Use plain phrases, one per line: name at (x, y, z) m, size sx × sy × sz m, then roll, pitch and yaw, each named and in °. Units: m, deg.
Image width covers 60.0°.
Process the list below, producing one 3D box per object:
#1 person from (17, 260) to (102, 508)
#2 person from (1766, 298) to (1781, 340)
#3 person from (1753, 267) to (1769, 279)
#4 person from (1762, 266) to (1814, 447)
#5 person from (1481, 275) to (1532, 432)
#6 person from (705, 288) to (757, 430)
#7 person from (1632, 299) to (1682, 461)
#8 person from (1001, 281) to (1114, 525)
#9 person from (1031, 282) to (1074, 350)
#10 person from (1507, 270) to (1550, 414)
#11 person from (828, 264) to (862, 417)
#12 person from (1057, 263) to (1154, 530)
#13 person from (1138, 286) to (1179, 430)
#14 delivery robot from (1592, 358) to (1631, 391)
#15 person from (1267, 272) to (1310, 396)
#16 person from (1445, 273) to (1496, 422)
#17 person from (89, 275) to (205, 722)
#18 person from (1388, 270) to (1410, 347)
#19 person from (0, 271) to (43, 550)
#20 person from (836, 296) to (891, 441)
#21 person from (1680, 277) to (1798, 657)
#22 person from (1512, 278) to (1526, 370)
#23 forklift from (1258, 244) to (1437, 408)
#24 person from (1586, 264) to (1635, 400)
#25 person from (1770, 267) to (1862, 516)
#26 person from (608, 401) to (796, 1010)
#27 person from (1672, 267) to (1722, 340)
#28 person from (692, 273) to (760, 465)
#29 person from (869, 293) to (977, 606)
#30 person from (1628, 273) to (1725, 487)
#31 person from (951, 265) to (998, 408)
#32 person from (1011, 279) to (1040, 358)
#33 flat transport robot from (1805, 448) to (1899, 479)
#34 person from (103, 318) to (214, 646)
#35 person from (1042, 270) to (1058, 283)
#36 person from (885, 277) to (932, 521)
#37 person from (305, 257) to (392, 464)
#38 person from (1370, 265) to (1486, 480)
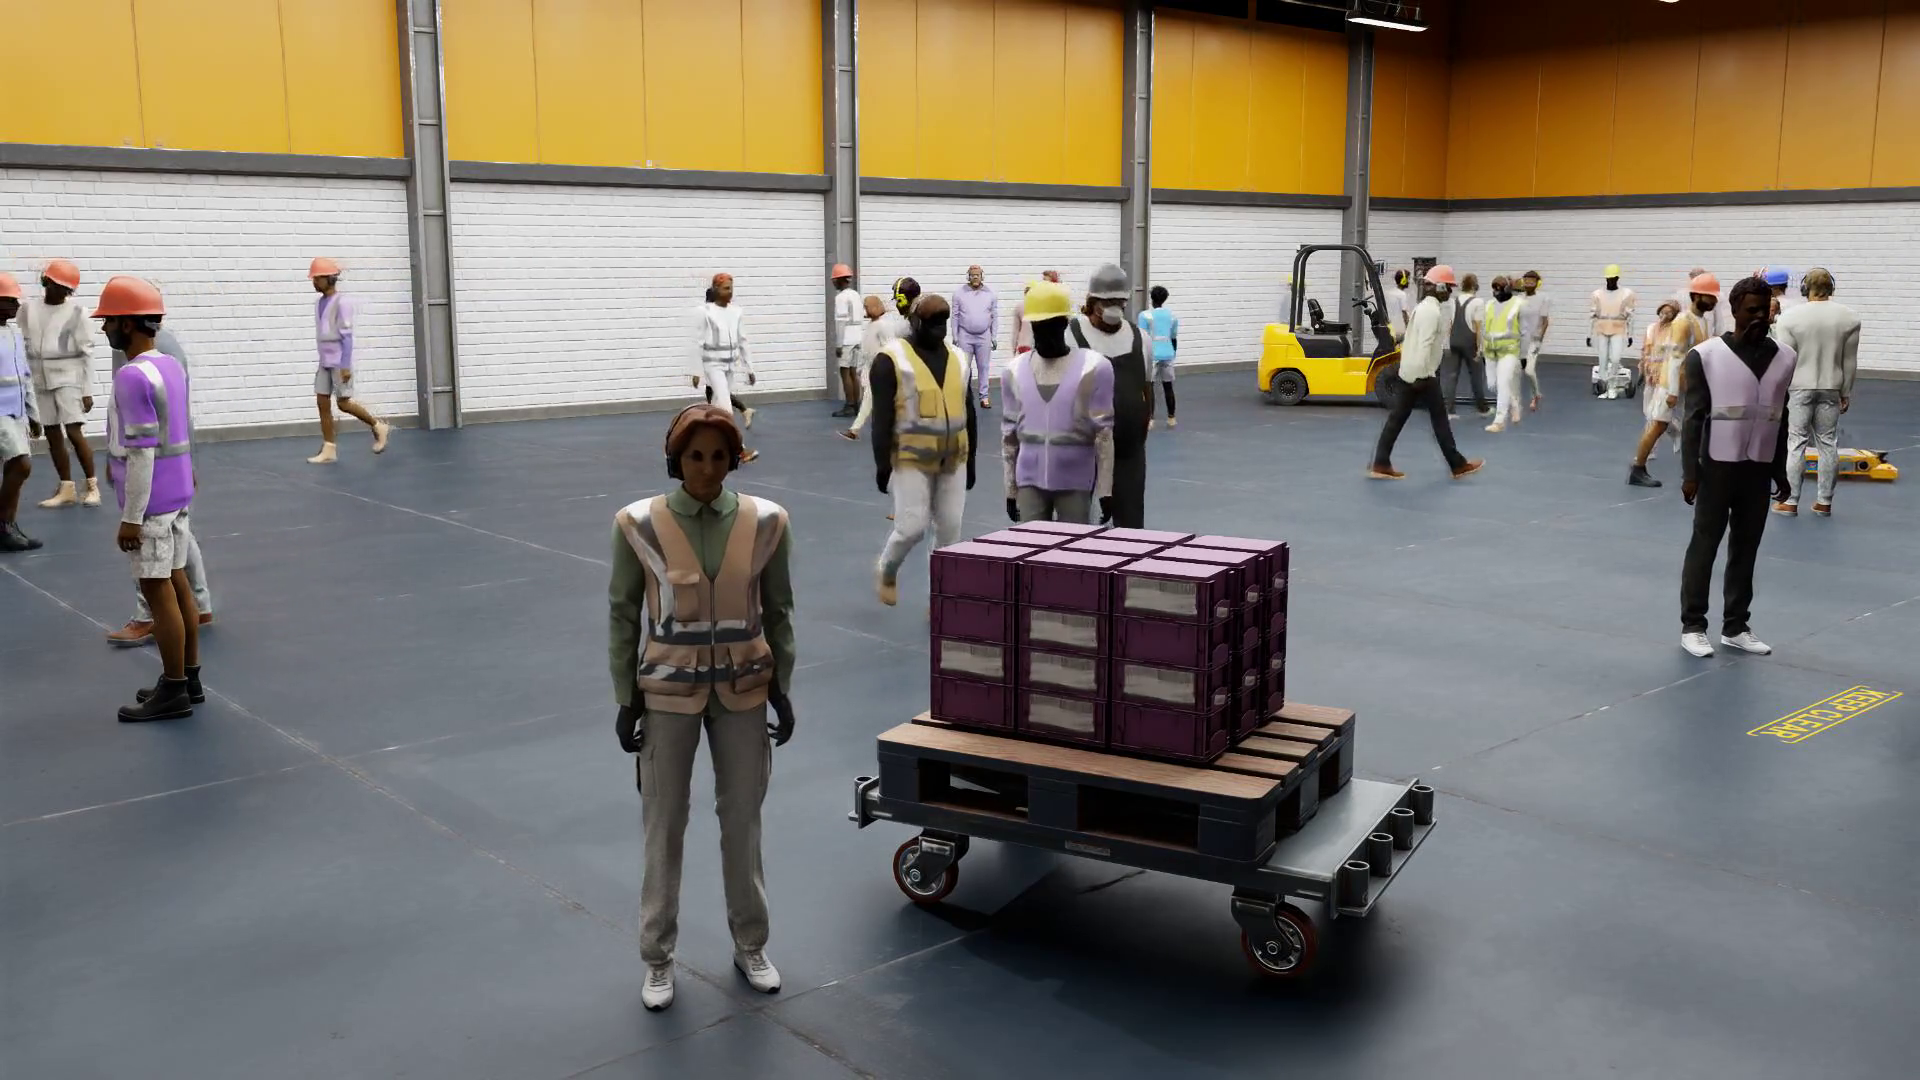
person at (-7.241, -1.240, 13.387) m, size 0.657 × 1.994 × 0.399 m, roll 1°, pitch 10°, yaw 7°
person at (7.557, -1.463, 15.689) m, size 0.500 × 1.636 × 0.286 m, roll -8°, pitch 13°, yaw -41°
person at (8.440, -1.919, 17.568) m, size 0.408 × 1.906 × 0.653 m, roll 8°, pitch 13°, yaw 39°
person at (8.260, -1.780, 16.696) m, size 0.633 × 1.926 × 0.608 m, roll 7°, pitch 12°, yaw 34°
person at (6.378, -2.183, 19.391) m, size 0.782 × 1.814 × 0.641 m, roll -7°, pitch 12°, yaw -35°
person at (-2.649, -1.988, 18.634) m, size 0.664 × 1.674 × 0.539 m, roll -2°, pitch 10°, yaw -11°
person at (7.000, -1.583, 16.465) m, size 0.645 × 1.605 × 0.533 m, roll -3°, pitch 10°, yaw -16°
person at (0.484, -0.305, 8.120) m, size 0.598 × 1.903 × 0.587 m, roll 4°, pitch 10°, yaw 21°
person at (1.094, -2.180, 19.658) m, size 0.506 × 1.705 × 0.742 m, roll 1°, pitch 10°, yaw 3°
person at (7.244, -2.521, 21.266) m, size 0.535 × 1.845 × 0.436 m, roll 9°, pitch 13°, yaw 41°
person at (-1.458, -2.502, 20.952) m, size 0.430 × 1.919 × 0.553 m, roll 3°, pitch 10°, yaw 19°
person at (0.823, -0.618, 9.557) m, size 0.691 × 2.000 × 1.011 m, roll -2°, pitch 10°, yaw -14°
person at (2.329, -2.122, 19.455) m, size 0.626 × 1.667 × 0.375 m, roll -4°, pitch 11°, yaw -25°
delivery robot at (9.377, -2.381, 23.947) m, size 0.477 × 0.478 × 0.707 m, roll 0°, pitch 10°, yaw 2°
person at (4.744, -2.949, 23.934) m, size 0.846 × 1.796 × 0.577 m, roll -2°, pitch 10°, yaw -11°
person at (6.273, -2.358, 20.458) m, size 0.899 × 1.805 × 0.534 m, roll -8°, pitch 12°, yaw -38°
person at (-3.550, -0.176, 7.271) m, size 0.354 × 1.939 × 0.545 m, roll -2°, pitch 10°, yaw -9°
person at (6.636, -3.181, 25.232) m, size 0.988 × 1.825 × 0.541 m, roll -1°, pitch 10°, yaw -5°
person at (-6.482, -0.863, 11.342) m, size 0.436 × 1.917 × 0.566 m, roll 0°, pitch 10°, yaw 1°
person at (-0.981, -1.865, 18.162) m, size 0.859 × 1.582 × 0.527 m, roll -4°, pitch 11°, yaw -23°
person at (3.935, -0.369, 8.455) m, size 0.597 × 1.918 × 0.379 m, roll -2°, pitch 10°, yaw -11°
person at (9.946, -3.843, 29.628) m, size 0.285 × 1.633 × 0.499 m, roll -7°, pitch 12°, yaw -35°
forklift at (5.256, -2.933, 22.661) m, size 2.313 × 2.155 × 1.214 m, roll 3°, pitch 10°, yaw 16°
person at (9.120, -2.913, 23.387) m, size 0.608 × 1.902 × 0.661 m, roll 6°, pitch 11°, yaw 30°
person at (6.620, -1.141, 12.936) m, size 0.627 × 1.934 × 0.371 m, roll 1°, pitch 10°, yaw 4°
person at (-0.695, 0.443, 4.527) m, size 0.511 × 1.638 × 0.307 m, roll -3°, pitch 10°, yaw -19°
person at (10.171, -2.831, 22.996) m, size 0.634 × 1.880 × 0.857 m, roll 5°, pitch 11°, yaw 29°
person at (-2.214, -1.640, 16.099) m, size 0.924 × 1.843 × 0.611 m, roll 7°, pitch 12°, yaw 37°
person at (-0.205, -0.439, 9.121) m, size 0.652 × 1.823 × 0.604 m, roll -6°, pitch 11°, yaw -32°
person at (6.308, -1.348, 14.343) m, size 0.554 × 1.866 × 1.015 m, roll -9°, pitch 13°, yaw -42°
person at (0.197, -2.695, 22.112) m, size 0.643 × 1.909 × 0.410 m, roll -1°, pitch 10°, yaw -8°
person at (0.968, -2.469, 21.325) m, size 0.525 × 1.726 × 0.888 m, roll 7°, pitch 12°, yaw 36°
flat transport robot at (7.828, -0.733, 15.403) m, size 1.431 × 0.197 × 0.652 m, roll 3°, pitch 10°, yaw 18°
person at (-4.305, -0.408, 8.705) m, size 0.746 × 1.909 × 0.656 m, roll -9°, pitch 13°, yaw -43°
person at (1.305, -2.881, 23.405) m, size 0.484 × 1.833 × 0.597 m, roll -3°, pitch 10°, yaw -18°
person at (-0.382, -1.066, 12.704) m, size 0.328 × 1.865 × 0.521 m, roll 5°, pitch 11°, yaw 28°
person at (-6.046, -1.760, 16.324) m, size 0.620 × 2.020 × 0.790 m, roll 8°, pitch 12°, yaw 38°
person at (4.236, -1.495, 14.985) m, size 1.045 × 1.924 × 0.625 m, roll 0°, pitch 10°, yaw 0°
